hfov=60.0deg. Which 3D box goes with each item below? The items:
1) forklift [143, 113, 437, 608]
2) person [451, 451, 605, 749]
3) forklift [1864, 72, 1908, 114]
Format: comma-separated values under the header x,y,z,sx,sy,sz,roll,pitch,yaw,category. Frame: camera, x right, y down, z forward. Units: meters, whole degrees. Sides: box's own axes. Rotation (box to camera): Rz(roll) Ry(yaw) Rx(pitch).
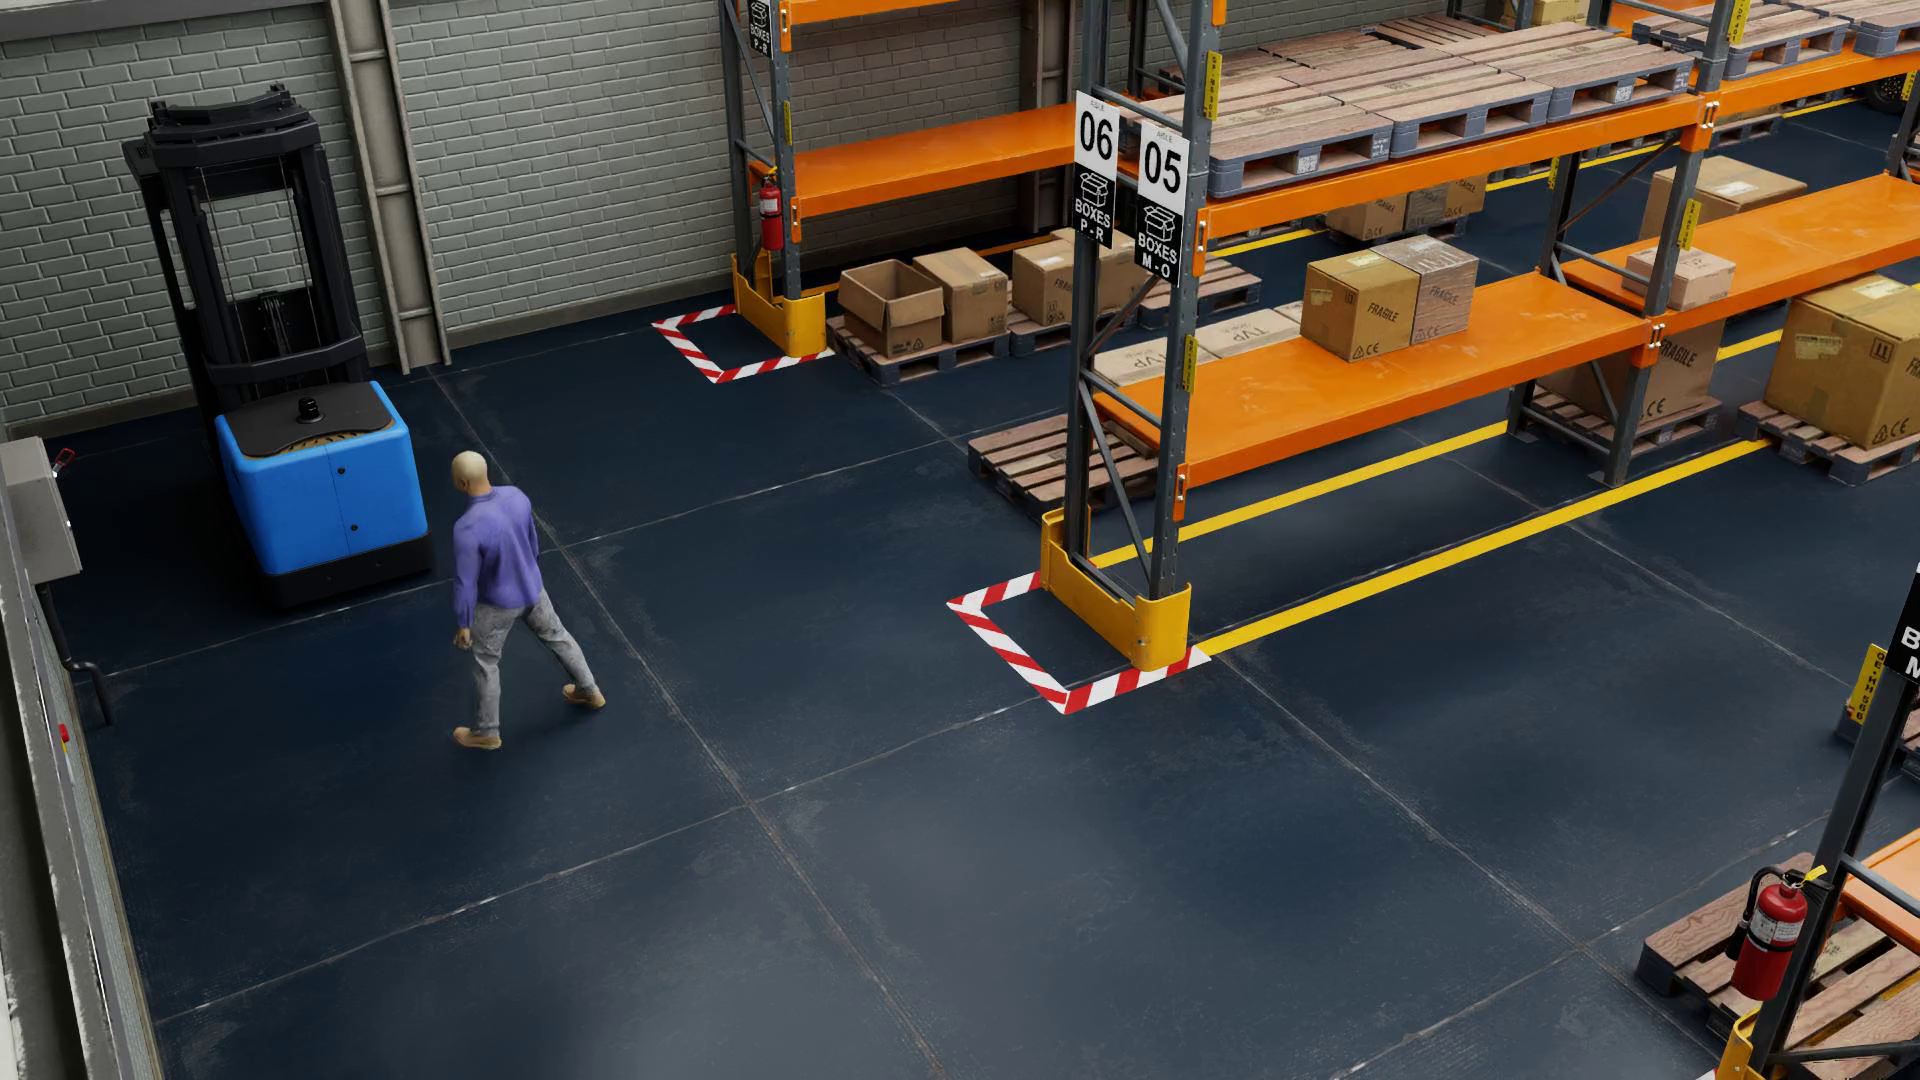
x,y,z,sx,sy,sz,roll,pitch,yaw,category
-4.289,-1.259,10.509,1.129,2.768,1.873,-17,36,-26,forklift
-2.468,0.315,9.033,0.527,1.752,0.749,19,37,28,person
11.468,-5.645,18.244,1.214,2.155,2.313,-17,36,-26,forklift
